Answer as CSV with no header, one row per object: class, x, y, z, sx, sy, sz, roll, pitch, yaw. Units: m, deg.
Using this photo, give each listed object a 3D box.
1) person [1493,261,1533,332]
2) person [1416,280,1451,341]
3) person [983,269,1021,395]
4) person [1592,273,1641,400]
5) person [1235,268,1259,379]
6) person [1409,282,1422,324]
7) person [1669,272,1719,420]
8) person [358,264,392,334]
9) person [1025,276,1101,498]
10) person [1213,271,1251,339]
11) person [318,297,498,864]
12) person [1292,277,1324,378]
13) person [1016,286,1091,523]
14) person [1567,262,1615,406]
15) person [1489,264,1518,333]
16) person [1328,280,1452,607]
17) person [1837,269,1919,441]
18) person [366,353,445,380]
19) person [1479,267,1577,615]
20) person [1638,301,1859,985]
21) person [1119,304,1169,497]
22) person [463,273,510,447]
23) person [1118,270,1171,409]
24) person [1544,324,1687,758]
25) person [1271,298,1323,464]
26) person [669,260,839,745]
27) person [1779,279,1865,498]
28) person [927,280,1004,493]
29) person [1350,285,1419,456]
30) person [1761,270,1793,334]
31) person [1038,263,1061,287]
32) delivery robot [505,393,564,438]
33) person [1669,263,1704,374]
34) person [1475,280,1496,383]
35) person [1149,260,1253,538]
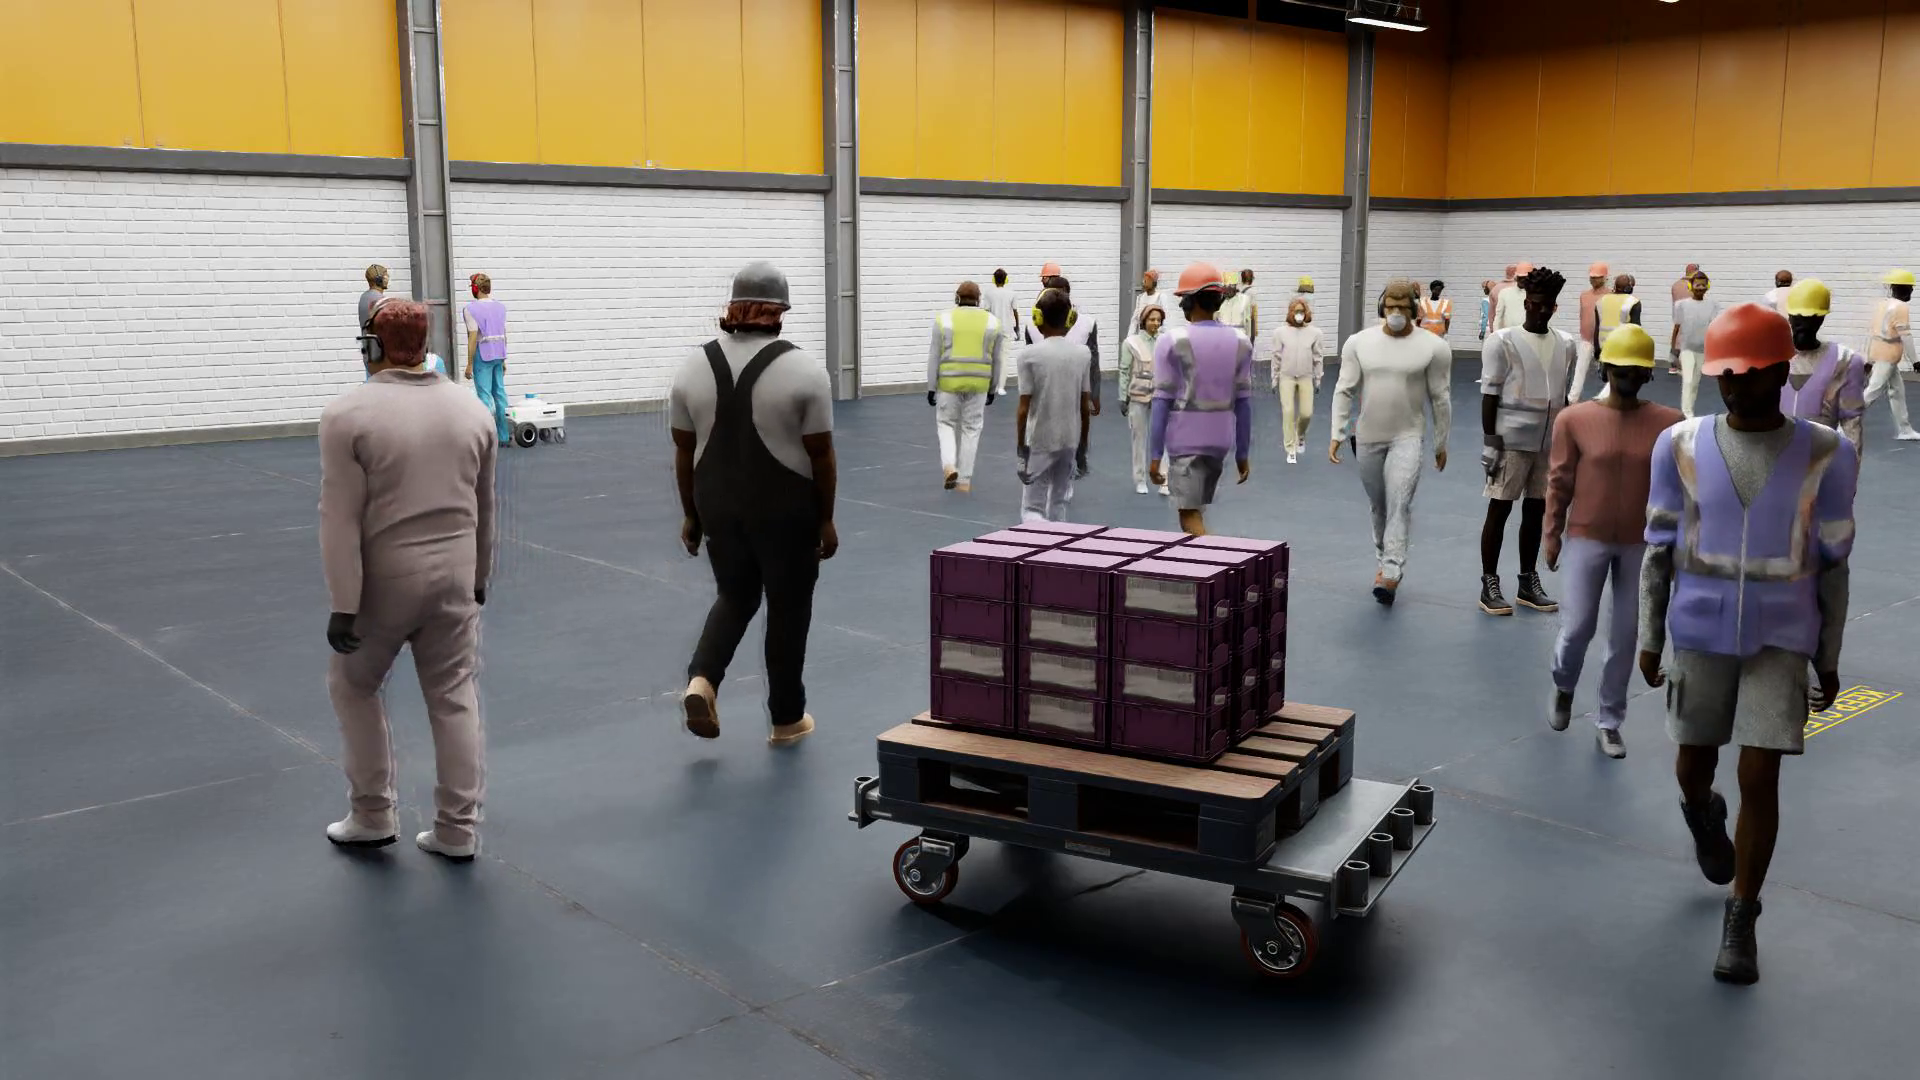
person,7.400,-2.703,22.007,0.626,1.963,0.855,6,12,33
person,7.413,-3.256,26.129,0.548,1.669,0.759,2,10,11
person,0.619,-3.064,24.508,0.520,1.833,0.837,2,10,9
person,8.098,-2.387,20.598,0.799,1.816,0.626,-6,12,-33
person,4.630,-3.539,27.298,0.653,1.825,0.515,-8,13,-41
person,7.455,-3.477,27.610,0.879,1.585,0.509,-6,12,-33
person,8.535,-2.157,19.201,0.515,1.834,0.907,0,10,3
person,-6.075,-1.916,17.457,0.372,1.940,0.630,-8,13,-40
person,0.827,-1.210,13.540,0.604,1.875,0.978,0,10,1
person,3.647,-2.728,22.567,0.630,1.809,0.659,1,10,4
person,-1.900,0.135,5.589,0.711,1.883,0.682,8,13,40
person,5.638,-3.489,27.393,0.955,1.680,0.494,-8,13,-39
person,0.560,-0.518,9.528,0.516,1.855,0.602,-5,11,-25
person,8.159,-2.579,21.334,1.072,1.934,0.635,-7,12,-34
person,8.183,-3.138,24.708,0.403,1.904,0.651,-8,13,-40
person,2.523,-0.579,9.804,0.647,1.871,1.072,5,11,27
person,10.115,-2.002,18.158,0.973,1.889,0.595,2,10,13
person,-3.739,-0.729,11.278,0.534,1.669,0.739,-4,11,-24
person,3.220,-0.557,9.434,0.600,1.960,0.374,-3,10,-17
person,2.288,0.254,4.876,0.554,1.910,0.795,5,11,28
person,1.611,-1.154,13.921,0.547,1.606,0.760,-1,10,-5
person,-4.947,-1.865,17.425,0.387,1.845,0.565,5,11,27
person,2.449,-2.611,21.837,0.996,1.827,0.597,-5,11,-29
person,2.647,0.006,6.739,0.525,1.757,0.407,2,10,9
person,3.300,-1.567,16.355,0.504,1.620,0.477,1,10,5
person,-0.819,-0.144,6.781,0.680,2.000,0.654,3,10,19
person,4.336,-0.392,8.654,0.607,1.889,0.888,5,11,28
person,0.045,-1.294,14.187,0.652,1.821,0.455,-1,10,-6
person,4.140,-1.592,16.118,0.620,1.743,0.540,-5,11,-29
person,11.388,-2.829,23.139,0.632,1.823,0.707,1,10,8
person,1.168,-2.585,21.372,0.359,1.936,0.552,-2,10,-10
delivery robot,-4.608,-1.342,17.864,0.477,0.478,0.707,7,12,37
person,12.385,-3.742,28.273,0.404,1.900,0.637,-5,11,-25
person,8.453,-3.323,26.578,0.311,1.636,0.522,9,13,41
person,1.355,-0.521,9.121,0.621,2.008,0.953,-5,11,-26
